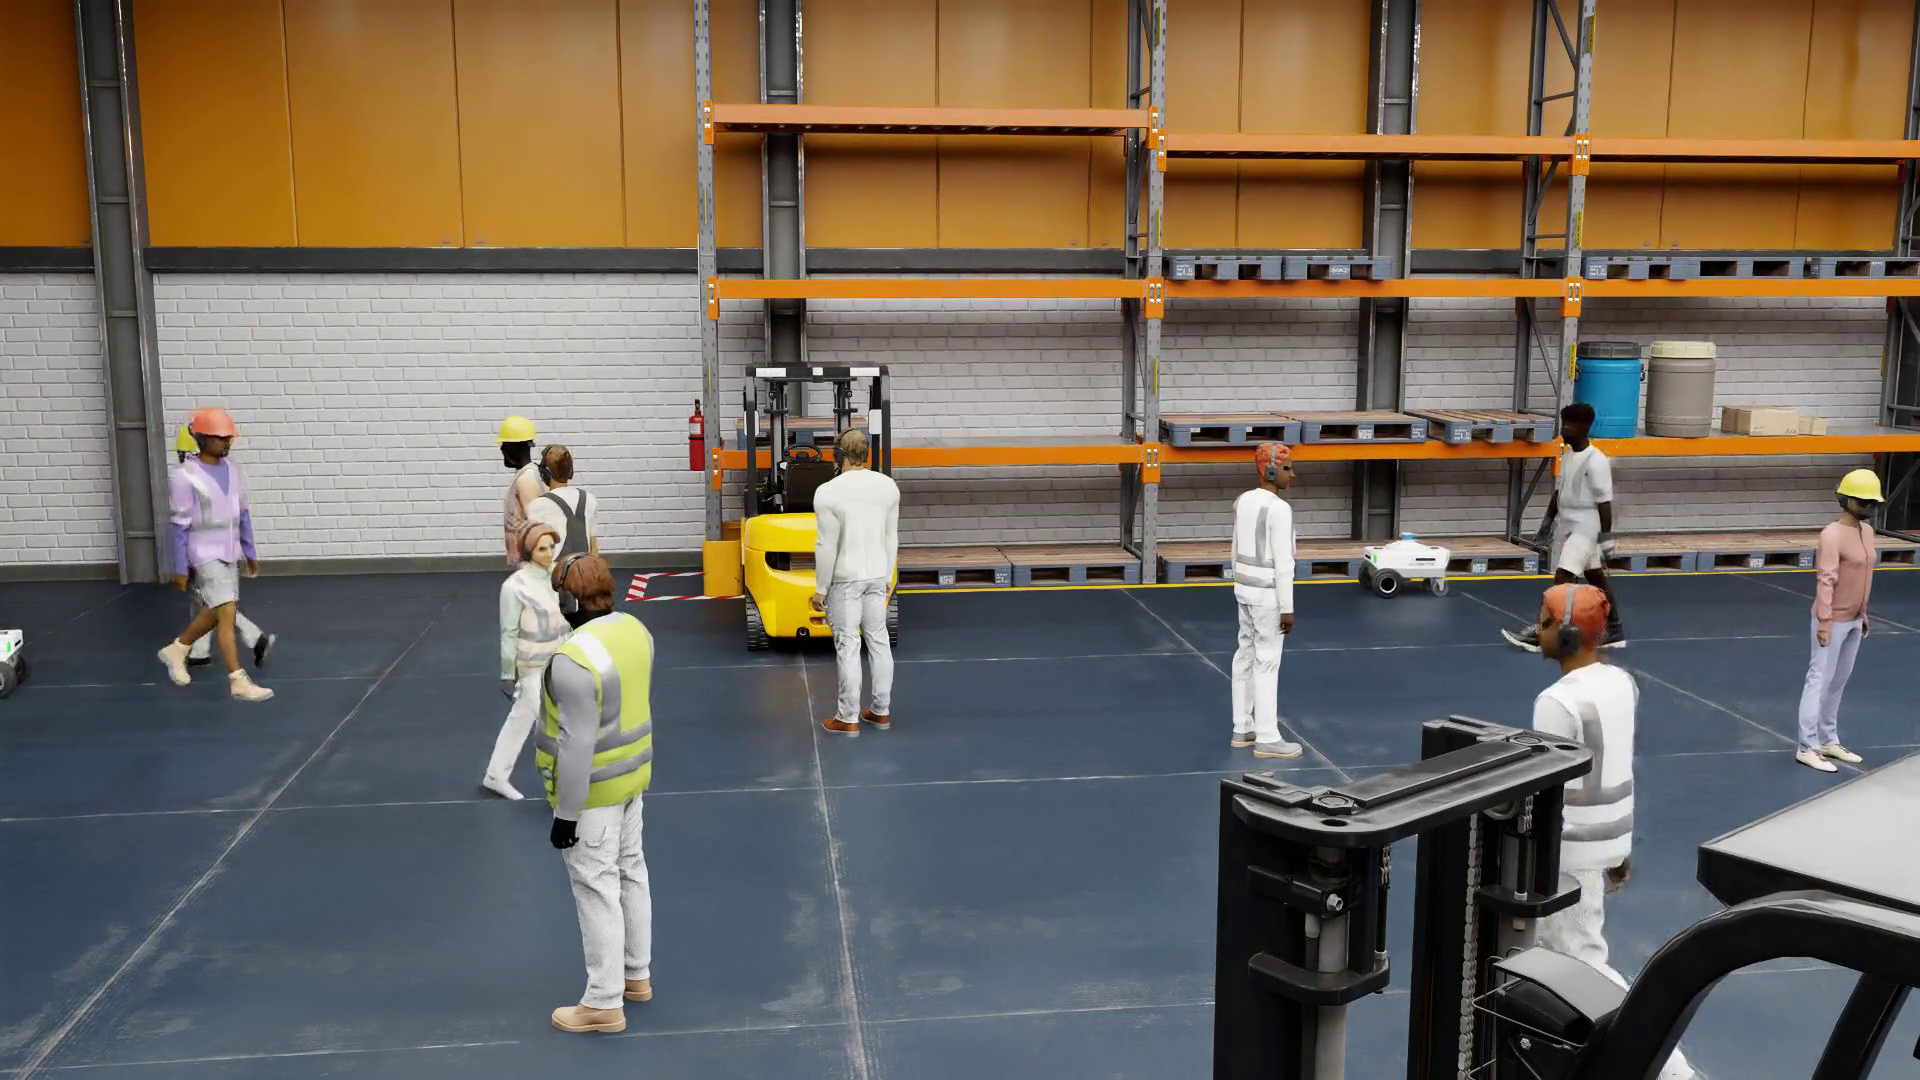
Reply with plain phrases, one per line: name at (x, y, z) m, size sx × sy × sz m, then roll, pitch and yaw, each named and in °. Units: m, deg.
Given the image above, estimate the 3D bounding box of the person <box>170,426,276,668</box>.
person at (-5.375, 0.076, 12.019) m, size 0.788 × 1.814 × 0.597 m, roll 0°, pitch 9°, yaw 1°

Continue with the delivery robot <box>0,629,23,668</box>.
delivery robot at (-6.818, 0.754, 11.346) m, size 0.707 × 0.478 × 0.477 m, roll -3°, pitch 9°, yaw -16°

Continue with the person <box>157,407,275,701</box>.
person at (-5.140, 0.086, 11.321) m, size 0.922 × 2.010 × 0.609 m, roll 3°, pitch 9°, yaw 16°

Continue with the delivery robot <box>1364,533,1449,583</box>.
delivery robot at (4.012, 0.177, 14.947) m, size 0.707 × 0.478 × 0.477 m, roll 0°, pitch 9°, yaw -2°

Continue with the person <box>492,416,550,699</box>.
person at (-2.966, 0.116, 11.347) m, size 0.373 × 1.925 × 0.595 m, roll -2°, pitch 9°, yaw -13°

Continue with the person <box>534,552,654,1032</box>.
person at (-1.402, 0.957, 6.382) m, size 0.429 × 1.837 × 0.634 m, roll 2°, pitch 9°, yaw 13°

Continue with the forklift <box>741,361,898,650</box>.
forklift at (-1.154, -0.340, 13.365) m, size 1.214 × 2.155 × 2.313 m, roll -1°, pitch 9°, yaw -7°

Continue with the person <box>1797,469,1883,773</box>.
person at (5.162, 0.462, 9.700) m, size 0.528 × 1.765 × 0.327 m, roll -7°, pitch 11°, yaw -36°

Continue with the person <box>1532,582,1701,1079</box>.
person at (2.173, 1.068, 5.672) m, size 0.923 × 1.854 × 0.588 m, roll 9°, pitch 13°, yaw 44°

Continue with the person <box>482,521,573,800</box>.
person at (-2.269, 0.676, 8.925) m, size 0.884 × 1.589 × 0.505 m, roll 3°, pitch 10°, yaw 18°

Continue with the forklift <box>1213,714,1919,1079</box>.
forklift at (1.441, 1.425, 2.350) m, size 1.214 × 2.155 × 2.313 m, roll -7°, pitch 12°, yaw -39°

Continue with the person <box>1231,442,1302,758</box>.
person at (1.830, 0.356, 9.987) m, size 0.362 × 1.883 × 0.575 m, roll -3°, pitch 10°, yaw -18°

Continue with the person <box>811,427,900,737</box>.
person at (-0.656, 0.262, 10.402) m, size 0.627 × 1.940 × 0.371 m, roll -8°, pitch 12°, yaw -39°

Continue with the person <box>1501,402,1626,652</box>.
person at (4.670, -0.090, 12.660) m, size 1.027 × 1.906 × 0.609 m, roll 0°, pitch 9°, yaw 2°

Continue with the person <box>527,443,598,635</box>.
person at (-2.456, 0.322, 10.319) m, size 0.336 × 1.844 × 0.508 m, roll 7°, pitch 11°, yaw 37°
